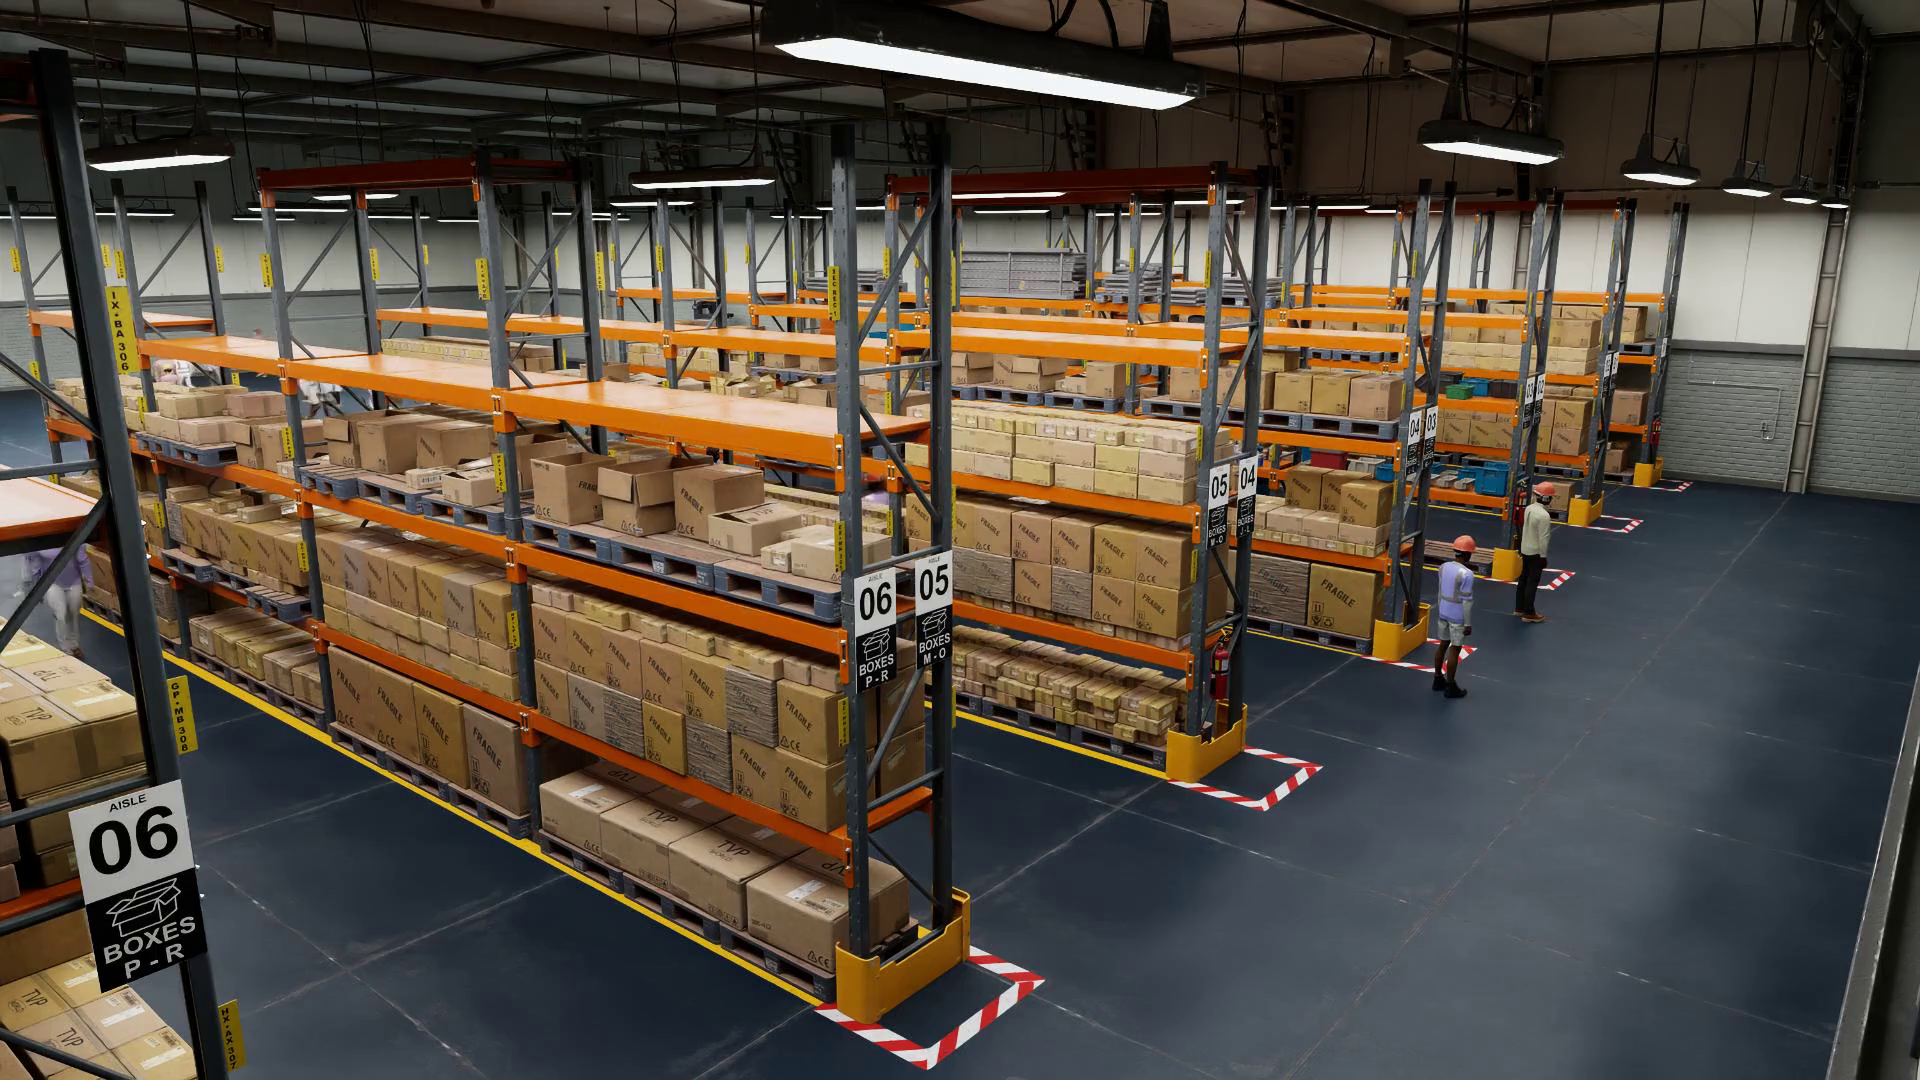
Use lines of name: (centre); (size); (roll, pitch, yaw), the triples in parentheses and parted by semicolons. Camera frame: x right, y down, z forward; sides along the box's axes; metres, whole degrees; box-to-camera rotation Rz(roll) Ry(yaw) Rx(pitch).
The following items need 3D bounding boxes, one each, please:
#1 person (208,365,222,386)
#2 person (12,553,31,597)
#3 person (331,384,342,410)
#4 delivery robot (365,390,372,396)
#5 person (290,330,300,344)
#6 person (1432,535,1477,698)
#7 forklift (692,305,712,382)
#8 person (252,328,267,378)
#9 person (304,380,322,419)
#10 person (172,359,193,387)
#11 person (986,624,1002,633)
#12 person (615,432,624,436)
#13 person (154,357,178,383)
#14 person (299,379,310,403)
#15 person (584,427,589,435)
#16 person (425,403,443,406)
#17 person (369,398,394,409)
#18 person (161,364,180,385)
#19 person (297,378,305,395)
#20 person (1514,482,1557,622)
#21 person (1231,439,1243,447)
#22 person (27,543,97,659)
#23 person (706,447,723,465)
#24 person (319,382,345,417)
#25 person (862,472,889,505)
person: (-25.359, -5.896, 42.974); (0.986, 1.878, 0.607); (2, 14, 6)
person: (-14.026, 0.016, 19.002); (0.512, 1.692, 0.875); (-1, 14, -3)
person: (-19.490, -4.916, 39.335); (0.546, 1.681, 0.596); (0, 14, -1)
delivery robot: (-18.976, -4.784, 40.505); (0.335, 0.223, 0.698); (-8, 16, -29)
person: (-24.370, -6.707, 46.055); (0.688, 2.000, 0.866); (-2, 14, -9)
person: (5.891, 0.891, 14.951); (0.389, 1.929, 0.545); (-4, 14, -15)
forklift: (-9.511, -7.392, 47.124); (1.873, 2.768, 1.129); (11, 17, 38)
person: (-26.756, -7.131, 48.018); (0.507, 1.886, 0.660); (4, 14, 17)
person: (-18.338, -4.192, 35.698); (0.525, 2.010, 0.612); (-4, 14, -17)
person: (-25.115, -5.311, 40.658); (1.008, 1.825, 0.611); (7, 15, 27)
person: (0.385, 0.440, 17.009); (0.662, 1.825, 0.542); (-13, 19, -43)
person: (-9.283, -3.776, 34.172); (0.595, 1.924, 0.426); (-8, 16, -30)
person: (-24.415, -4.868, 38.724); (0.700, 1.879, 0.732); (8, 16, 30)
person: (-21.341, -5.374, 40.919); (0.462, 1.831, 0.652); (-12, 18, -41)
person: (-9.976, -3.716, 34.009); (0.588, 1.889, 0.918); (-2, 14, -7)
person: (-12.827, -2.810, 30.813); (0.591, 1.615, 0.440); (3, 14, 14)
person: (-18.052, -4.970, 39.169); (0.781, 1.883, 0.656); (6, 15, 23)
person: (-22.578, -4.156, 36.047); (0.318, 1.766, 0.533); (6, 15, 22)
person: (-22.517, -5.743, 42.893); (0.524, 1.613, 0.547); (-1, 14, -4)
person: (8.167, 0.158, 17.846); (0.406, 1.987, 0.616); (0, 14, 1)
person: (5.934, -1.924, 26.828); (0.943, 1.777, 0.620); (10, 17, 36)
person: (-11.389, 0.631, 16.071); (0.867, 1.909, 0.634); (11, 17, 37)
person: (-4.263, -0.747, 21.865); (0.430, 1.845, 0.624); (6, 15, 24)
person: (-18.450, -4.388, 36.709); (0.662, 1.907, 0.573); (1, 14, 3)
person: (-1.179, -0.062, 18.695); (0.615, 2.020, 0.879); (-13, 19, -42)
